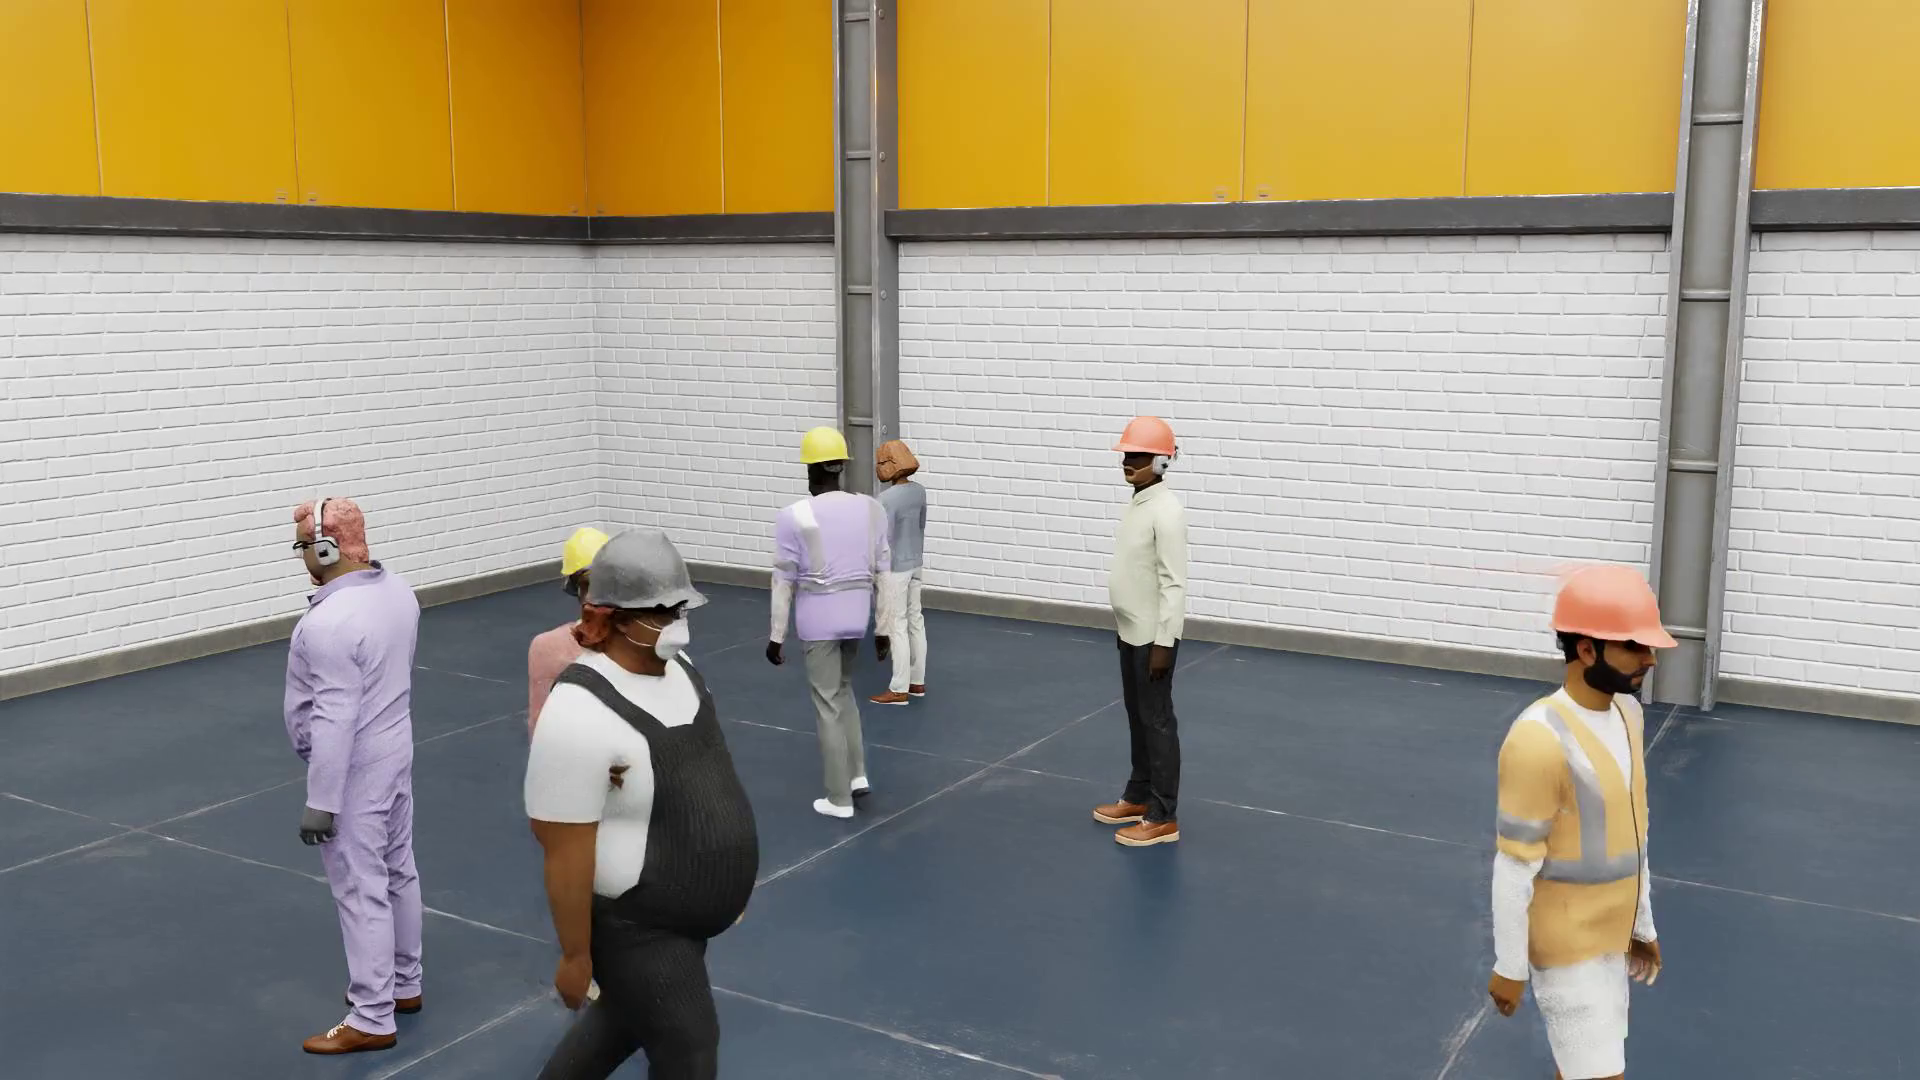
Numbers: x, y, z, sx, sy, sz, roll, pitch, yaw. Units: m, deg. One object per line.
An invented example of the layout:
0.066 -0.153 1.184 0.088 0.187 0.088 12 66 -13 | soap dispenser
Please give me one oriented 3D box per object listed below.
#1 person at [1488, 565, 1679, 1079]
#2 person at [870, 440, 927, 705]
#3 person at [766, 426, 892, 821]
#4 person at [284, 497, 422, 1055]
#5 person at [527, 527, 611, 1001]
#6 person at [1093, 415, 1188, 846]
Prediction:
1.600 1.006 4.309 0.440 1.922 0.548 8 12 41 | person
-0.377 0.198 10.255 0.288 1.633 0.497 5 10 28 | person
-0.642 0.406 8.090 0.585 1.909 0.507 -7 12 -38 | person
-2.086 0.795 5.695 0.407 1.903 0.639 1 9 3 | person
-1.250 0.831 5.915 0.545 1.753 0.443 -5 10 -26 | person
0.865 0.415 7.765 0.370 1.996 0.622 -2 9 -11 | person
